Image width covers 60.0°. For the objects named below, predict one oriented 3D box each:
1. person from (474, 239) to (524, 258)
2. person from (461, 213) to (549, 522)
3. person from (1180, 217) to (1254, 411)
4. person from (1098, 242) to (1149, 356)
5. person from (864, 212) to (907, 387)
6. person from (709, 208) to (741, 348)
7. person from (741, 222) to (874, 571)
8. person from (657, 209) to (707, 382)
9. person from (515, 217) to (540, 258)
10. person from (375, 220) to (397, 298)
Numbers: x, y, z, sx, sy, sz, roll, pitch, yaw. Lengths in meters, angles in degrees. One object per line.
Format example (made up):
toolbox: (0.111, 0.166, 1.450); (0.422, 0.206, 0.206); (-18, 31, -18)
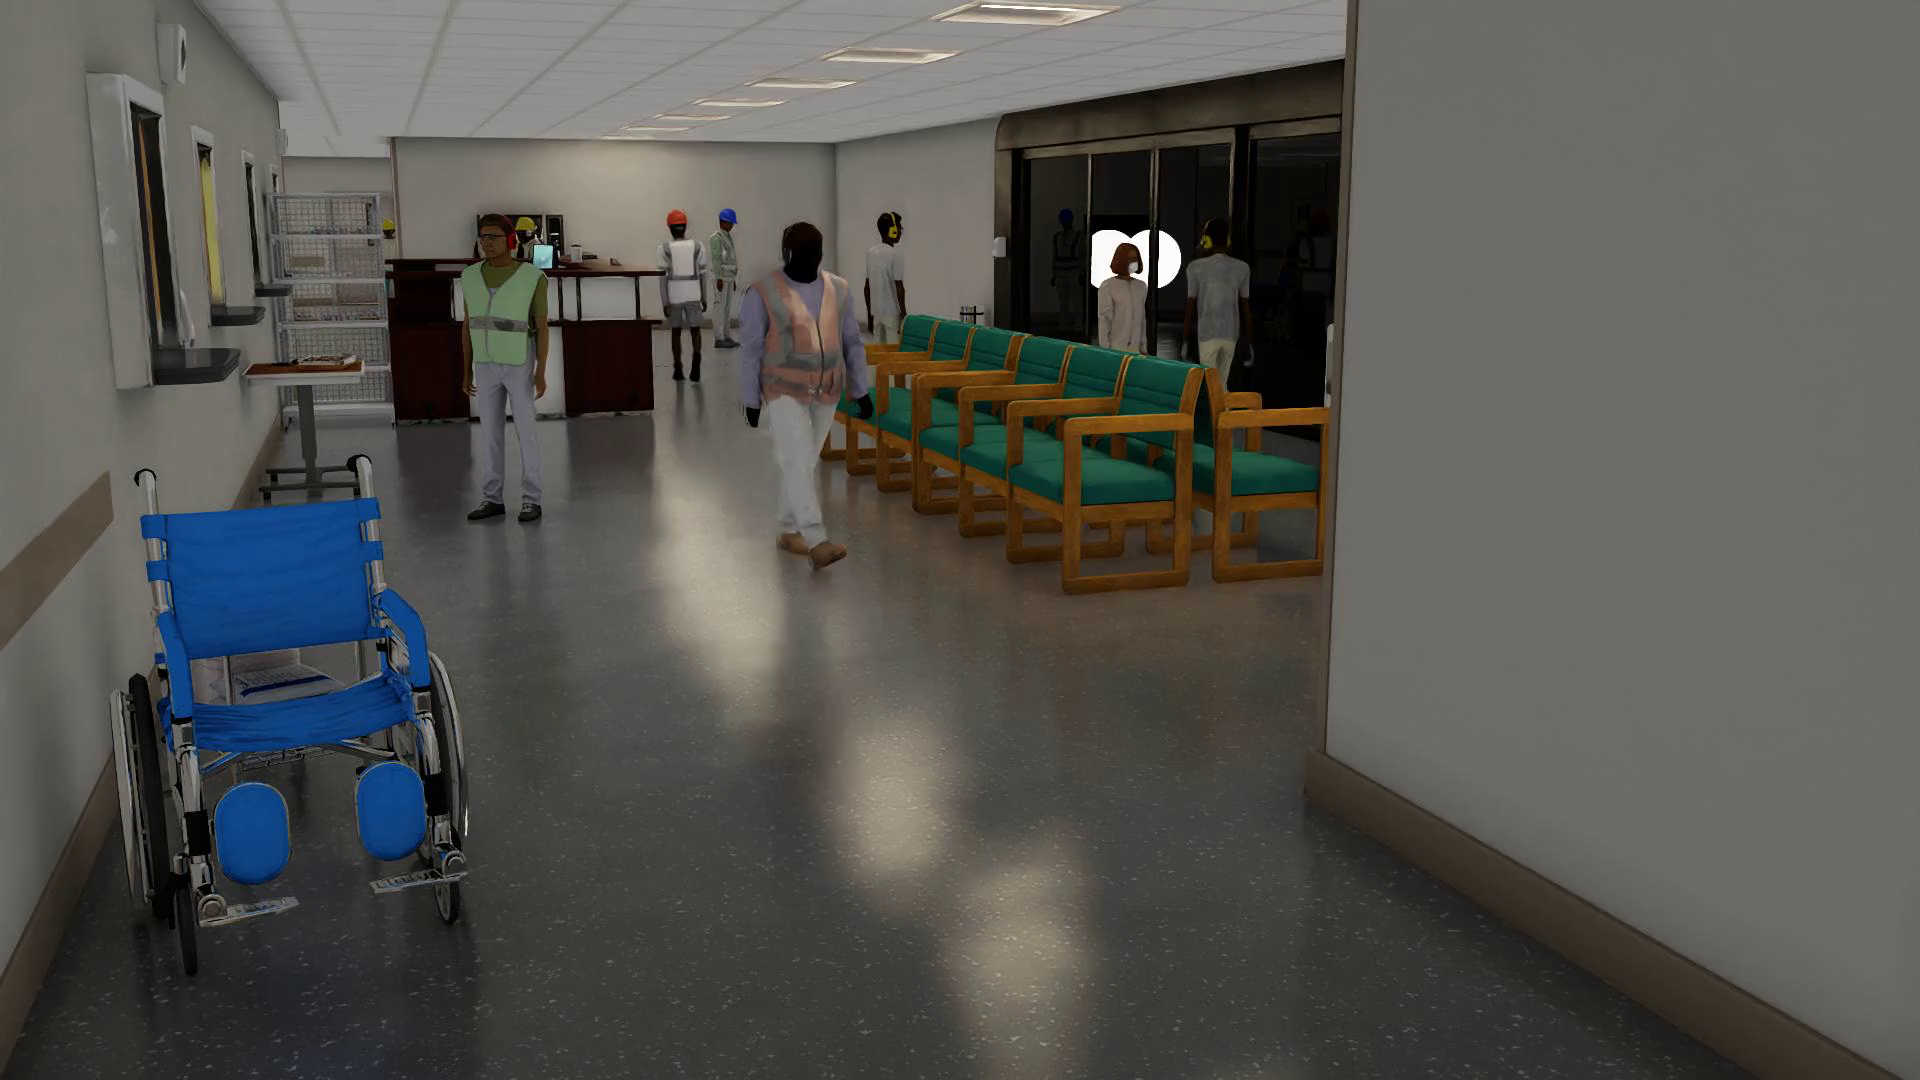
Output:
person: (-5.713, -3.096, 20.662); (0.622, 1.839, 0.429); (-2, 11, -12)
person: (-2.742, -1.036, 10.065); (0.564, 1.846, 0.390); (3, 11, 13)
person: (1.957, -1.505, 12.533); (0.531, 1.833, 0.820); (-2, 11, -9)
person: (1.262, -1.470, 12.835); (0.501, 1.633, 0.284); (-9, 14, -39)
person: (-0.647, -1.999, 14.942); (0.310, 1.868, 0.533); (-10, 15, -41)
person: (-3.287, -3.660, 23.292); (0.408, 1.937, 0.602); (3, 11, 13)
person: (-0.777, -0.755, 8.750); (0.627, 1.790, 0.964); (-8, 14, -36)
person: (-3.057, -2.697, 18.415); (0.555, 1.916, 0.837); (-3, 11, -16)
person: (-5.684, -3.346, 21.987); (0.403, 1.823, 0.592); (-5, 12, -25)
person: (-10.068, -4.767, 29.426); (0.523, 1.763, 0.329); (-3, 11, -14)
